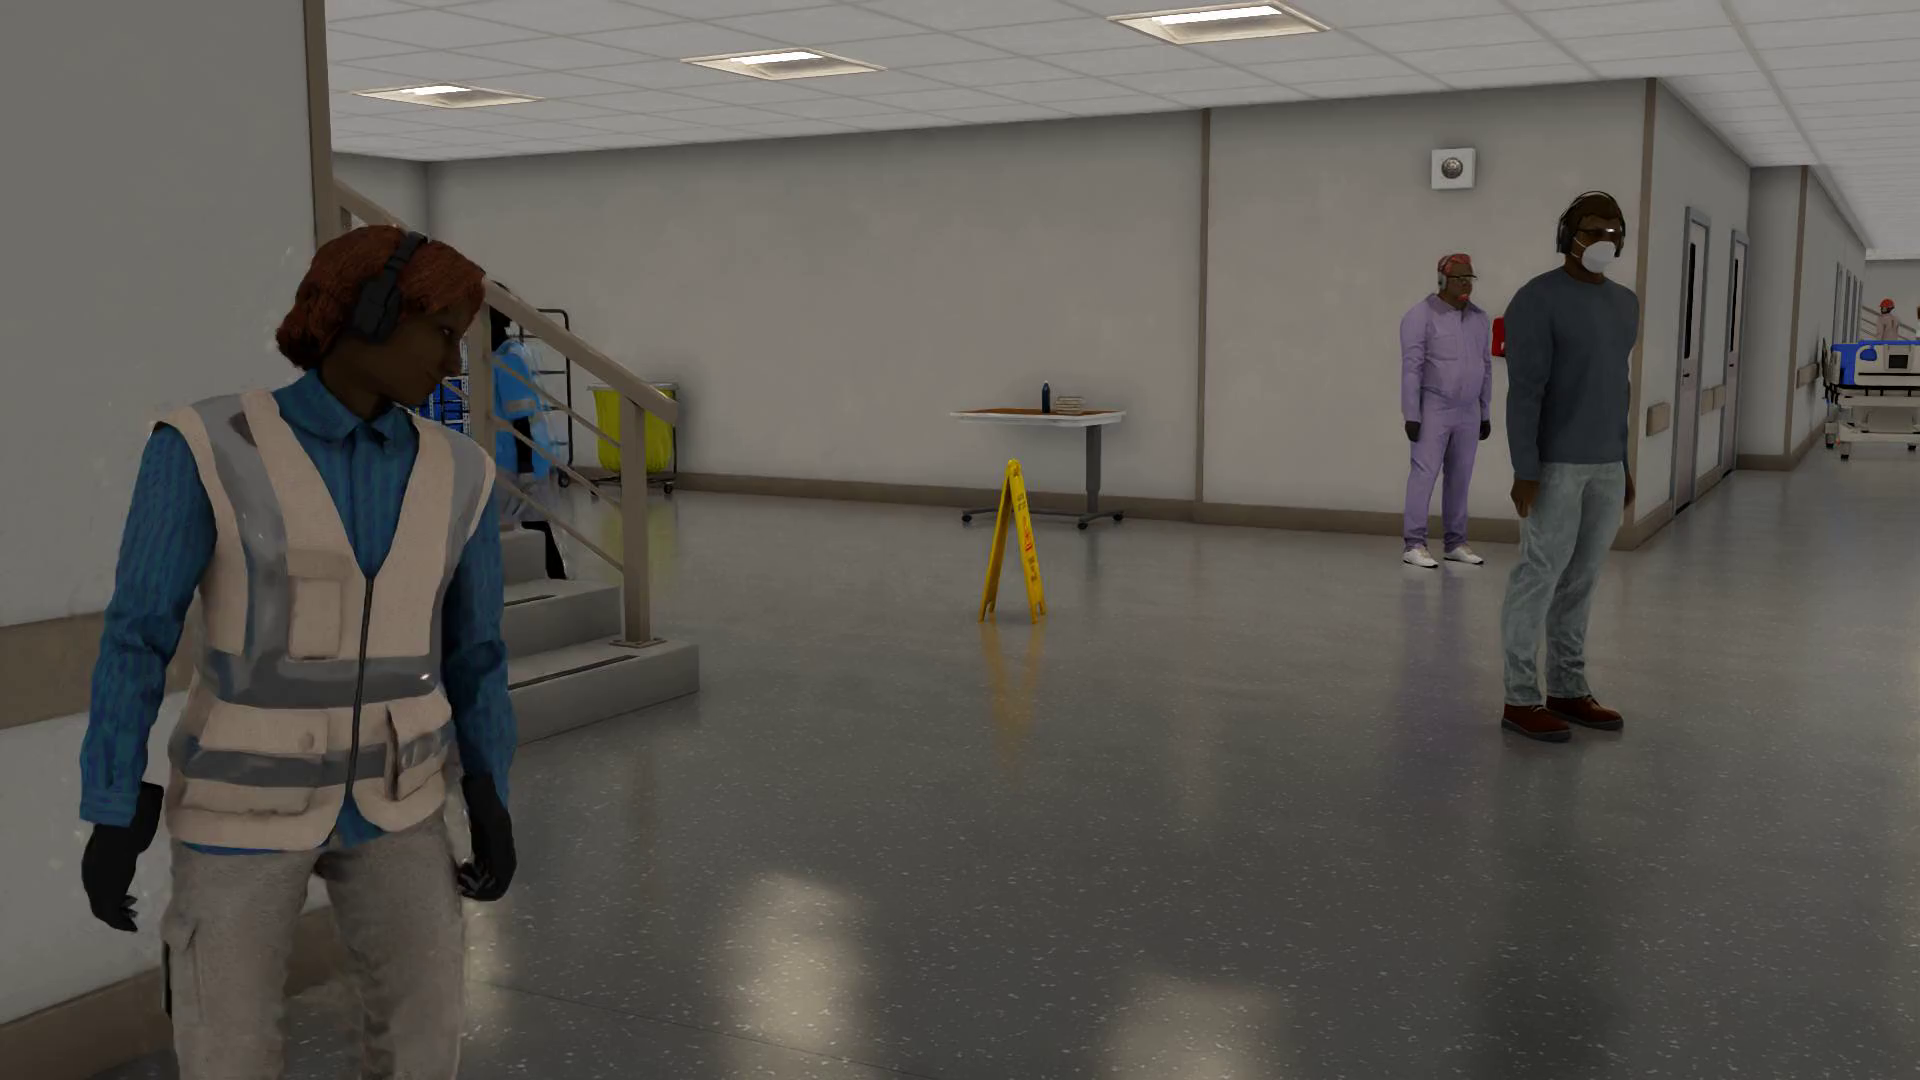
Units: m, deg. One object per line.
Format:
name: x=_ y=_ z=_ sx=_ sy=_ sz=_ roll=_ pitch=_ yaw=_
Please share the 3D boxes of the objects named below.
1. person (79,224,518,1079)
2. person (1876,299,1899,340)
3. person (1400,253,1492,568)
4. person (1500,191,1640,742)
person: x=-0.893 y=0.390 z=2.212 sx=0.328 sy=1.608 sz=0.635 roll=7 pitch=10 yaw=43
person: x=19.450 y=-4.064 z=35.002 sx=0.633 sy=1.991 sz=0.402 roll=-4 pitch=8 yaw=-25
person: x=2.974 y=-0.779 z=10.107 sx=0.646 sy=1.900 sz=0.399 roll=-3 pitch=8 yaw=-24
person: x=2.189 y=-0.261 z=5.954 sx=0.635 sy=1.936 sz=0.352 roll=-5 pitch=9 yaw=-33
